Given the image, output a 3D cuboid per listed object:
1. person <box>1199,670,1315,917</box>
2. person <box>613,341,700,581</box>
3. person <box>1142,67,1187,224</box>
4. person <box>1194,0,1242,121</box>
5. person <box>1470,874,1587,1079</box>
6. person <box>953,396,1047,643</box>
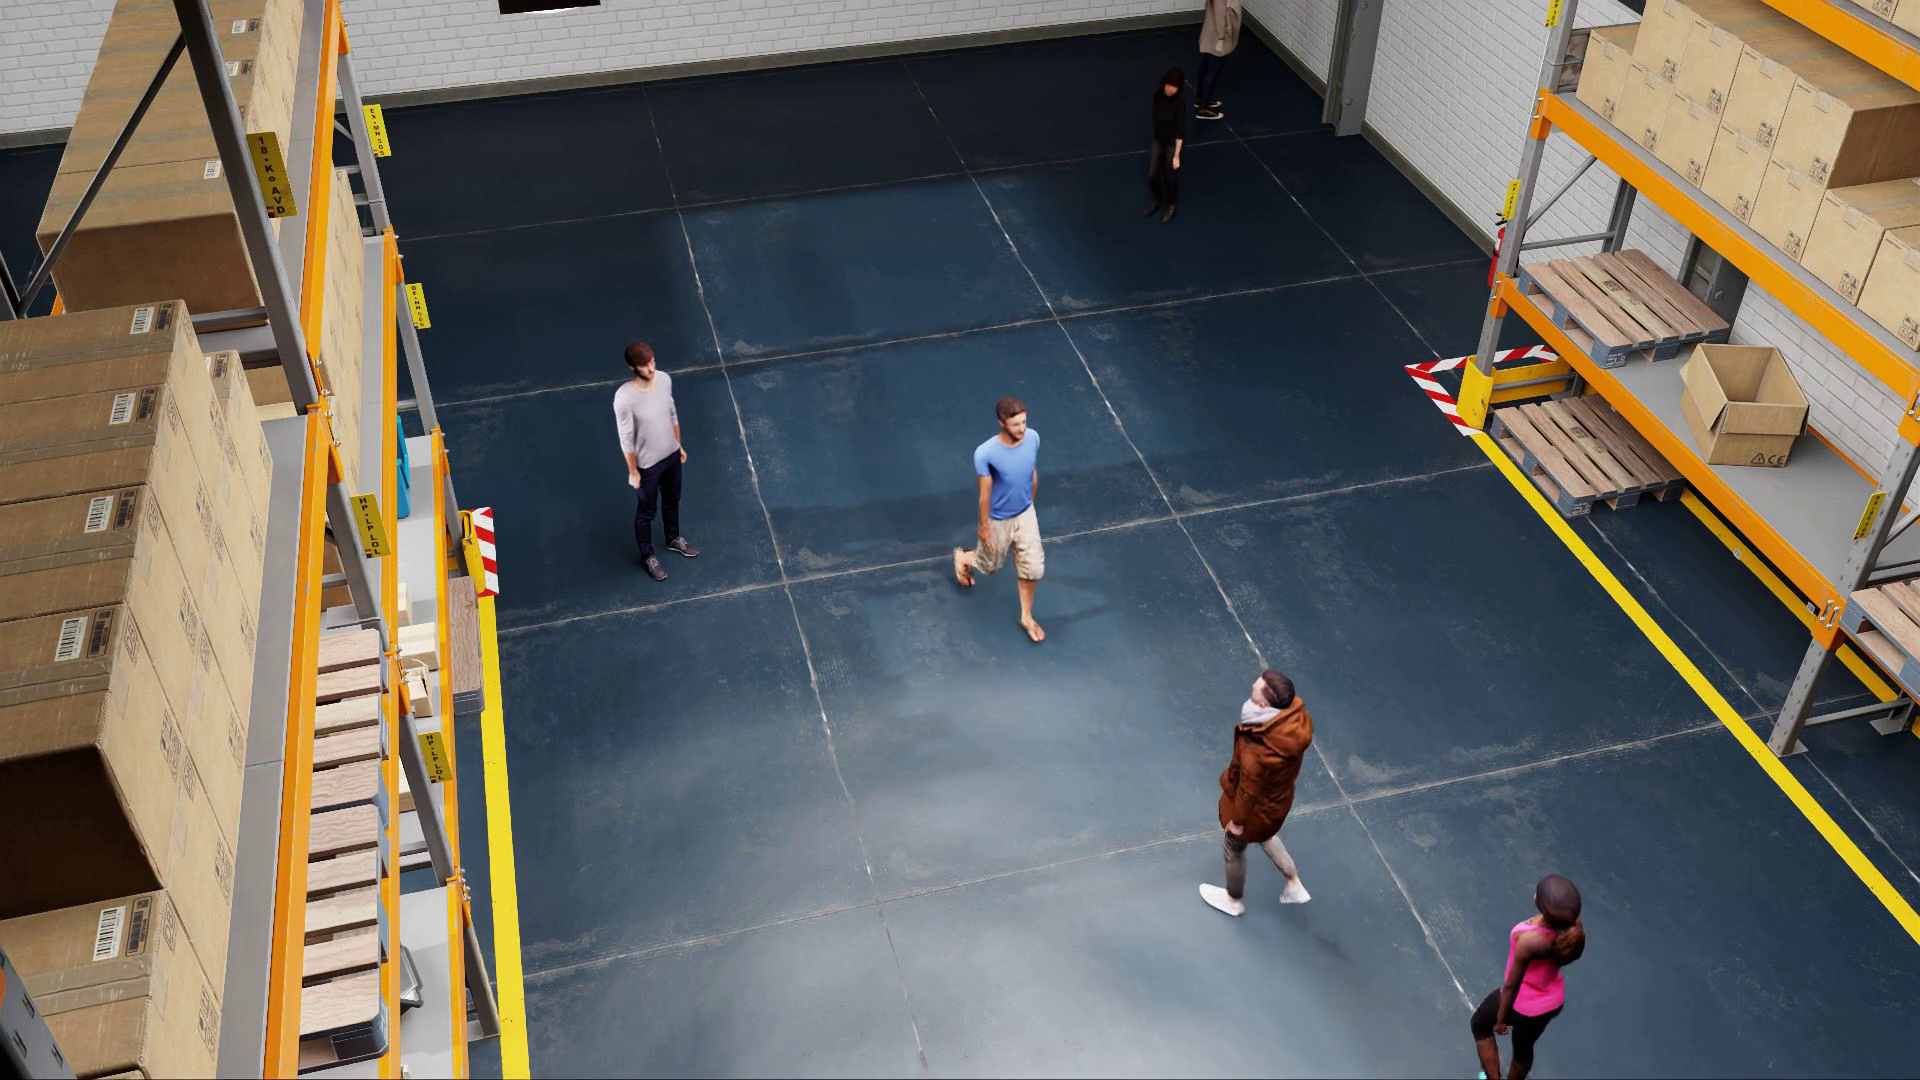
[{"bbox_3d":[1.698,1.455,9.099,1.016,1.823,0.938,27,46,29],"label":"person"},{"bbox_3d":[-2.149,-0.590,11.644,0.758,1.843,0.734,26,45,29],"label":"person"},{"bbox_3d":[1.997,-3.781,15.826,0.804,1.611,0.740,-25,45,-27],"label":"person"},{"bbox_3d":[2.709,-5.438,17.676,0.824,1.892,0.696,0,39,0],"label":"person"},{"bbox_3d":[2.827,2.312,8.113,0.584,1.715,0.641,-13,40,-15],"label":"person"},{"bbox_3d":[0.263,-0.222,11.190,0.829,1.834,1.198,-20,43,-23],"label":"person"}]
